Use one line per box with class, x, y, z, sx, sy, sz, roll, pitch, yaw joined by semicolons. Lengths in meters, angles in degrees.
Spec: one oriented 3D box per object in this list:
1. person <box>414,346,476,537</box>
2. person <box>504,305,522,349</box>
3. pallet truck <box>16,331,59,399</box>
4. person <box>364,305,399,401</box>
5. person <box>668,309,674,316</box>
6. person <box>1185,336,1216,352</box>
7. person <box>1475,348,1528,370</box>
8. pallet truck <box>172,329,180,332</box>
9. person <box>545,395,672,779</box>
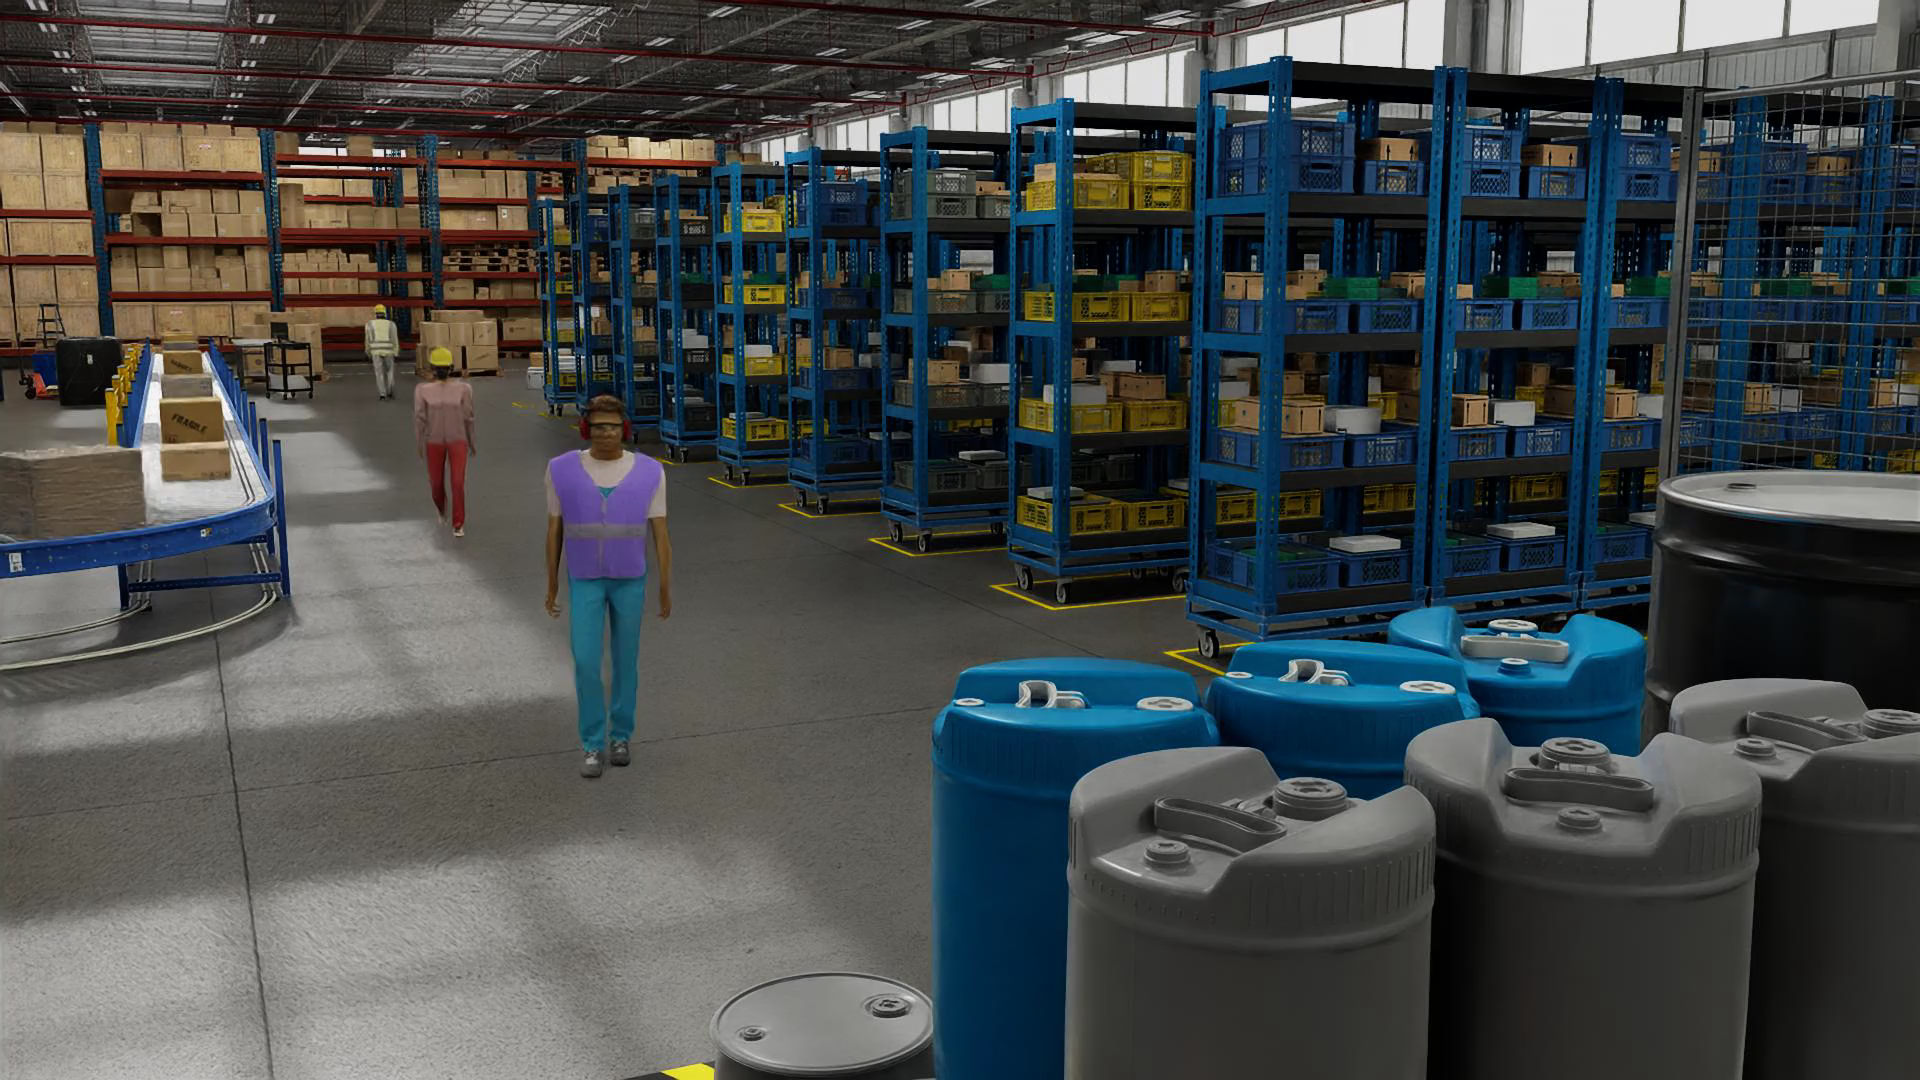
person;-4.723;-0.915;15.290;0.528;1.752;0.598;-2;9;-14
person;-13.189;-6.441;48.857;0.602;1.976;0.619;-6;11;-32
pallet truck;-17.082;-3.353;31.781;1.630;1.274;0.653;-4;10;-25
person;-10.896;-3.527;31.329;0.604;1.780;0.918;-4;10;-21
person;-8.341;-6.126;46.980;0.607;1.947;0.406;5;10;27
person;3.343;-2.409;23.629;0.614;2.039;0.387;-5;10;-28
person;5.761;-1.455;18.043;0.391;1.951;0.769;-8;12;-40
pallet truck;-17.275;-3.851;35.096;1.601;1.201;0.680;0;9;1
person;-1.677;0.224;7.944;0.605;1.822;0.669;-2;9;-12
